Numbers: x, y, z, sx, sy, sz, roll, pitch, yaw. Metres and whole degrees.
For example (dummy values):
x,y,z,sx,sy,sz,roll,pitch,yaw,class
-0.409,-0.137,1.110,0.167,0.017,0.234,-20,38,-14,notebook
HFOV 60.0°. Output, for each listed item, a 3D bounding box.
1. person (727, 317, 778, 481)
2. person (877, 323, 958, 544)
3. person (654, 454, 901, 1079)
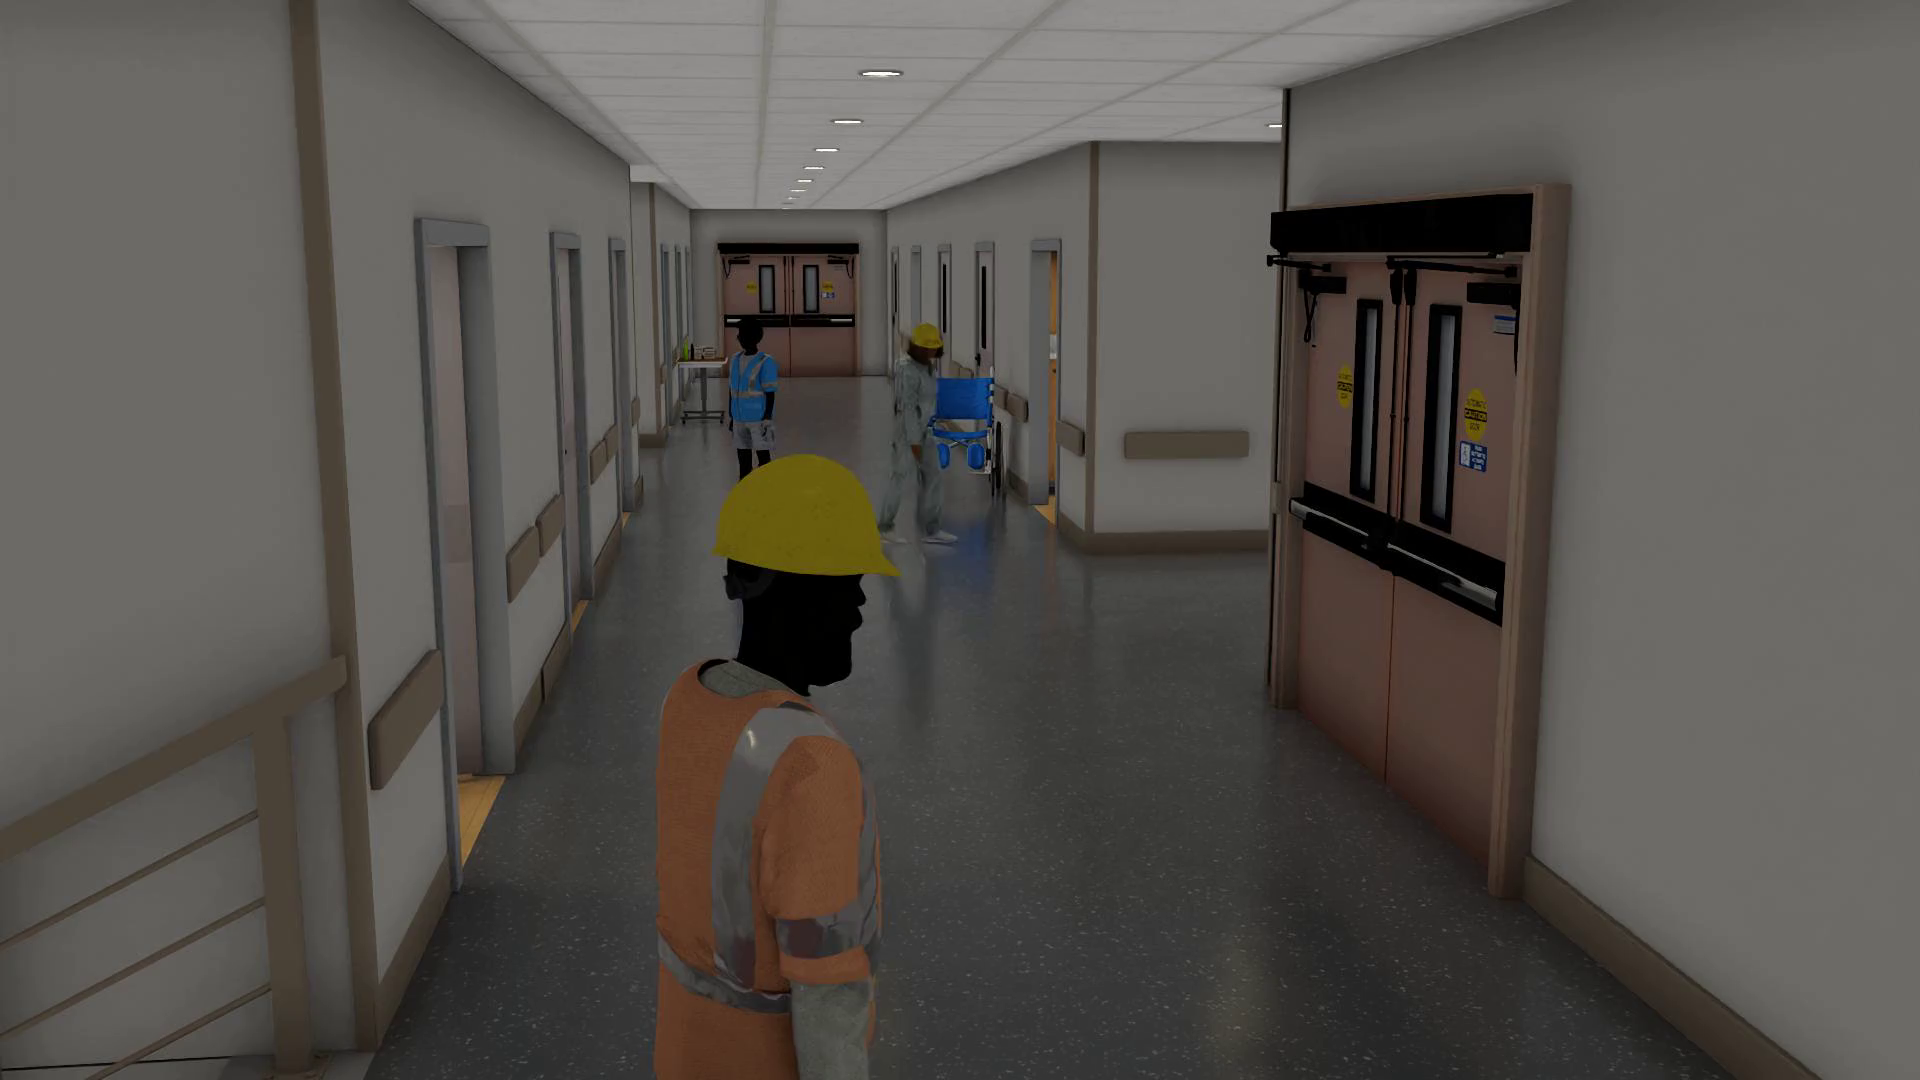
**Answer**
x,y,z,sx,sy,sz,roll,pitch,yaw,class
-1.758,-1.025,14.001,0.535,1.698,0.318,7,12,37,person
-0.324,-0.786,12.595,0.753,1.698,0.501,5,11,25,person
-0.269,0.824,2.600,0.399,1.918,0.588,-5,11,-27,person
